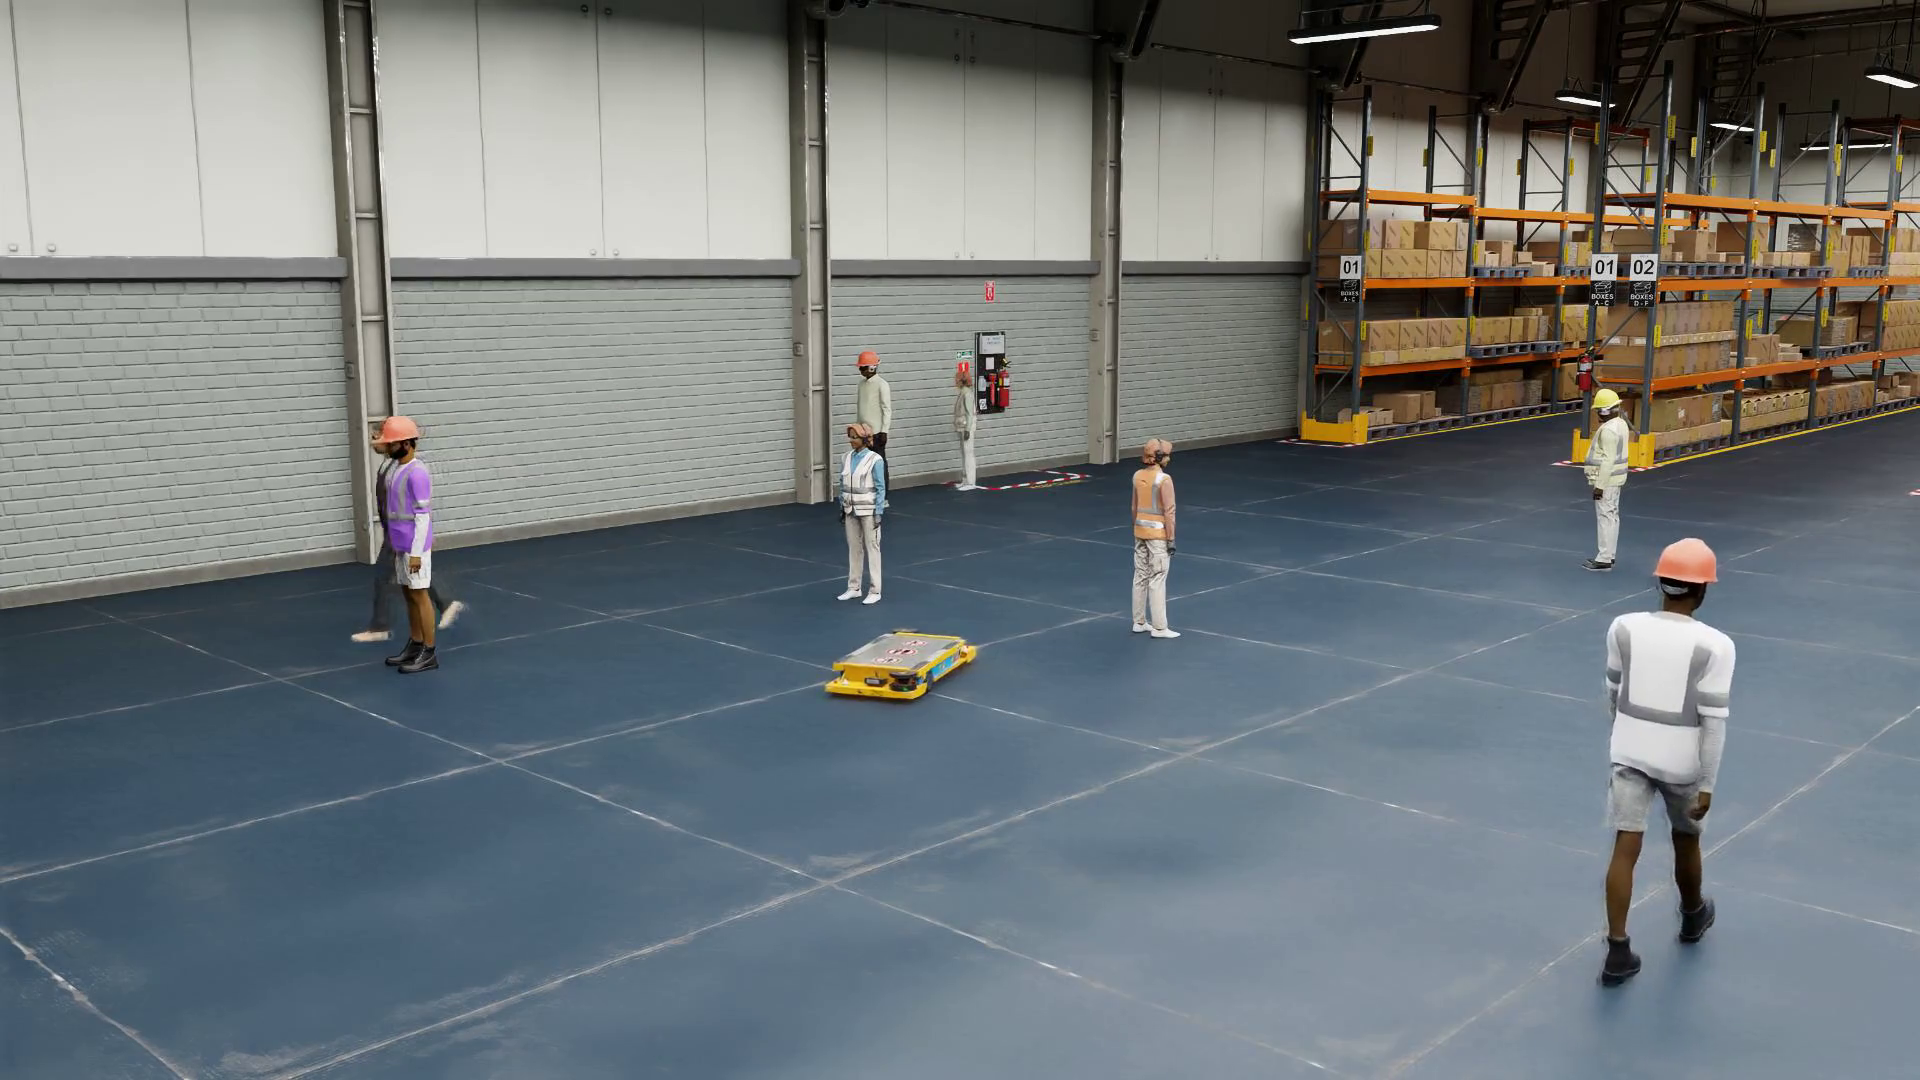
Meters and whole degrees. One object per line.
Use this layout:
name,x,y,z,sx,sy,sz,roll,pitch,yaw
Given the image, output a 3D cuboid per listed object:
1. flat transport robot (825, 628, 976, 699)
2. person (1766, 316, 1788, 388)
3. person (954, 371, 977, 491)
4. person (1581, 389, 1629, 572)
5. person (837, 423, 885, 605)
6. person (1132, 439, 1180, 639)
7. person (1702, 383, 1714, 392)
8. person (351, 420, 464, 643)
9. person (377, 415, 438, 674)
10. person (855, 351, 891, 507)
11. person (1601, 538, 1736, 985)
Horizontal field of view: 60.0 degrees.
flat transport robot,-0.413,0.898,12.264,0.652,0.197,1.431,3,10,18
person,17.196,-3.686,34.843,0.676,2.028,0.629,-9,13,-43
person,0.073,-1.489,22.659,0.310,1.636,0.523,-1,9,-8
person,6.456,-0.595,16.647,0.403,1.822,0.588,6,11,32
person,-0.891,-0.241,15.043,0.523,1.639,0.306,8,12,40
person,1.592,-0.013,13.655,0.311,1.639,0.514,-5,11,-30
person,15.319,-3.478,34.196,0.874,1.824,0.529,-3,10,-18
person,-4.535,-0.085,13.580,0.866,1.818,0.520,-4,10,-26
person,-4.148,0.030,12.490,0.358,1.937,0.544,-6,11,-34
person,-1.115,-1.388,20.969,0.398,1.988,0.613,-7,12,-37
person,3.064,0.924,7.214,0.549,1.883,0.976,7,12,38
